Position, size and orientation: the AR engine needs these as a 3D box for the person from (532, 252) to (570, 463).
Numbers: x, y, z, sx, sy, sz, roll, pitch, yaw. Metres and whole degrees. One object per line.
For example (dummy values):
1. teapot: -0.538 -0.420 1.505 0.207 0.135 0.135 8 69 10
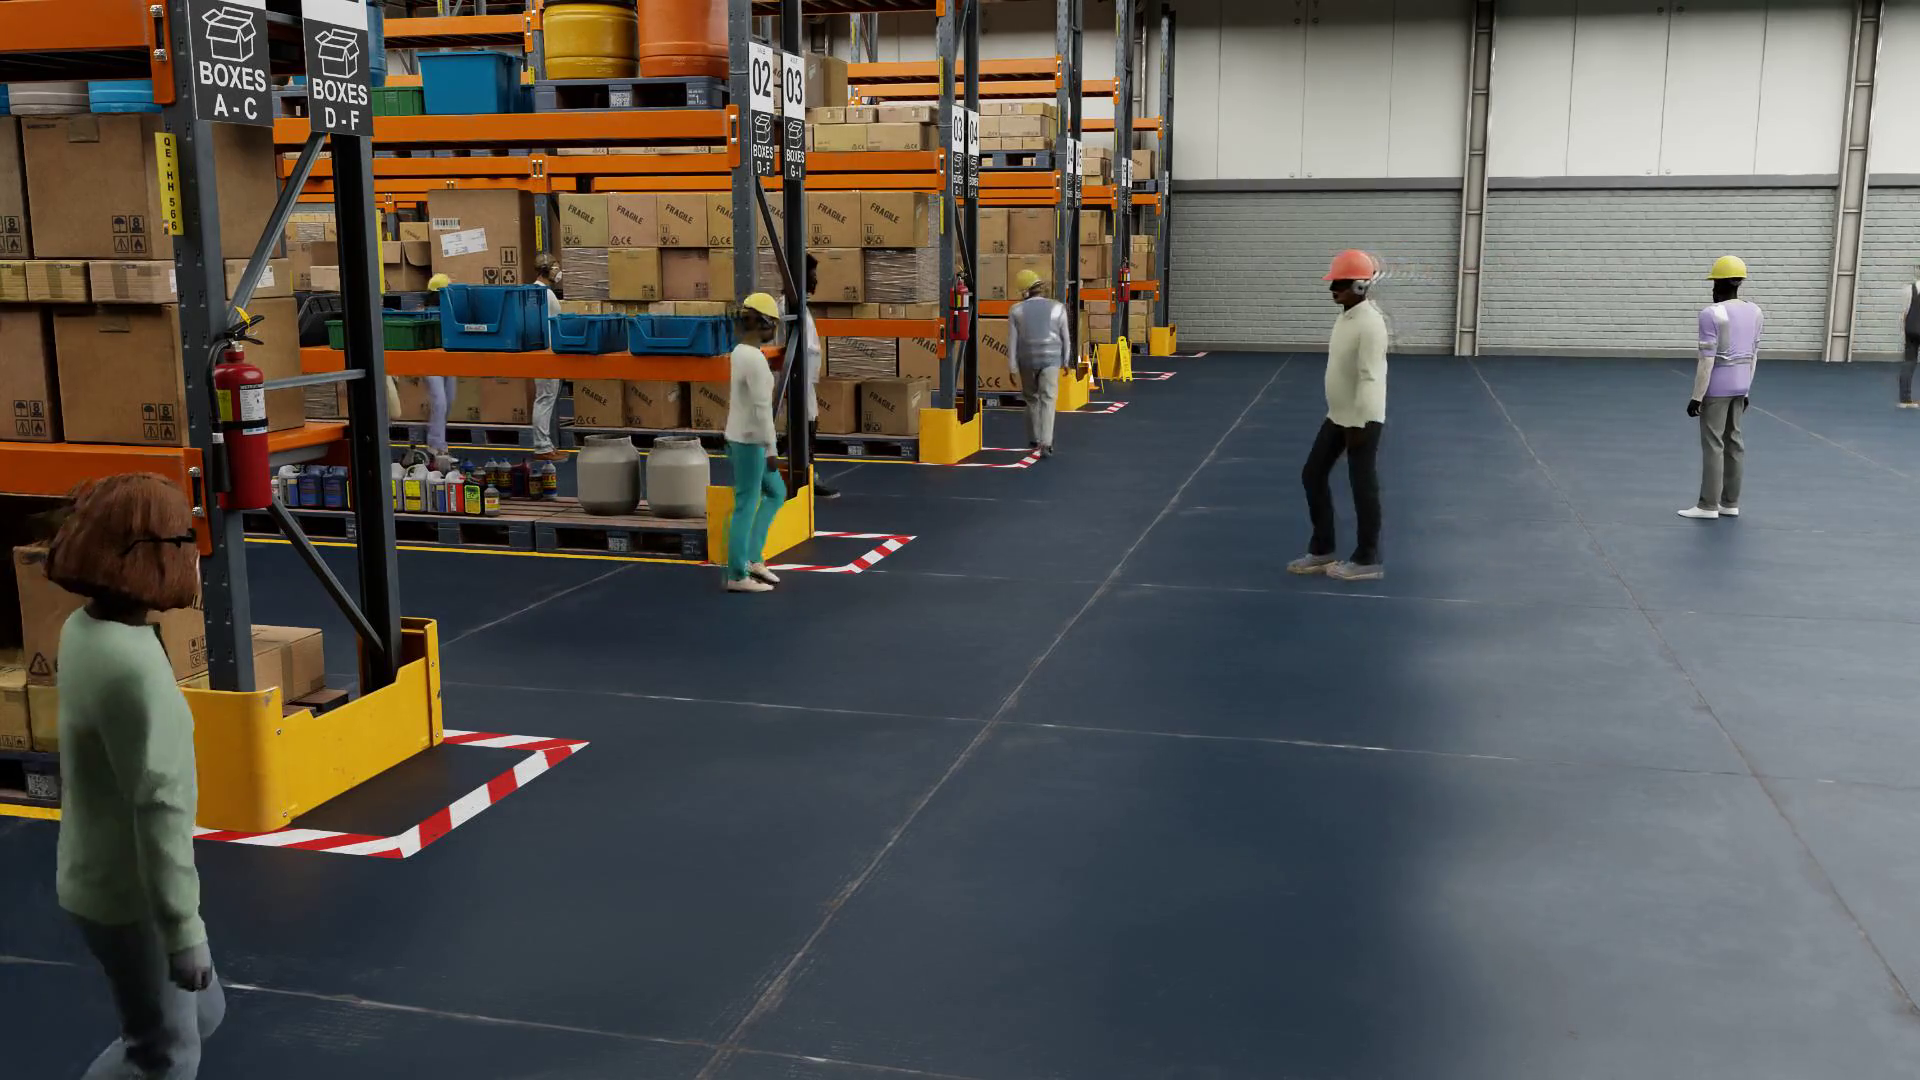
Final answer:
1. person: -3.817 -1.675 15.342 0.359 1.934 0.625 -3 11 -15

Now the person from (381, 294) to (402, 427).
1. person: -5.195 -1.411 14.732 0.438 1.612 0.539 5 11 25

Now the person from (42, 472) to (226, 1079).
1. person: -1.587 0.682 3.136 0.420 1.623 0.509 -6 12 -32

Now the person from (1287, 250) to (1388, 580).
1. person: 2.235 -0.726 9.924 0.672 1.975 0.646 -2 10 -9

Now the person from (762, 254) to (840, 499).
1. person: -1.303 -1.270 13.013 0.637 1.953 0.623 0 10 0

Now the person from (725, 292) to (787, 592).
1. person: -1.180 -0.560 9.668 0.479 1.732 0.587 -3 11 -16

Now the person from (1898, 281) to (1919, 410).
1. person: 11.675 -2.475 20.074 0.702 1.824 0.511 -5 11 -25

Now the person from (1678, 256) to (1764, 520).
1. person: 5.574 -1.107 12.186 0.589 1.927 0.368 -5 12 -28

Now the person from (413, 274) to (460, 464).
1. person: -4.811 -1.584 15.371 0.619 1.741 0.543 6 12 29

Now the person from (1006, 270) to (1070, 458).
1. person: 0.740 -1.678 15.817 0.608 1.764 0.965 0 10 3
